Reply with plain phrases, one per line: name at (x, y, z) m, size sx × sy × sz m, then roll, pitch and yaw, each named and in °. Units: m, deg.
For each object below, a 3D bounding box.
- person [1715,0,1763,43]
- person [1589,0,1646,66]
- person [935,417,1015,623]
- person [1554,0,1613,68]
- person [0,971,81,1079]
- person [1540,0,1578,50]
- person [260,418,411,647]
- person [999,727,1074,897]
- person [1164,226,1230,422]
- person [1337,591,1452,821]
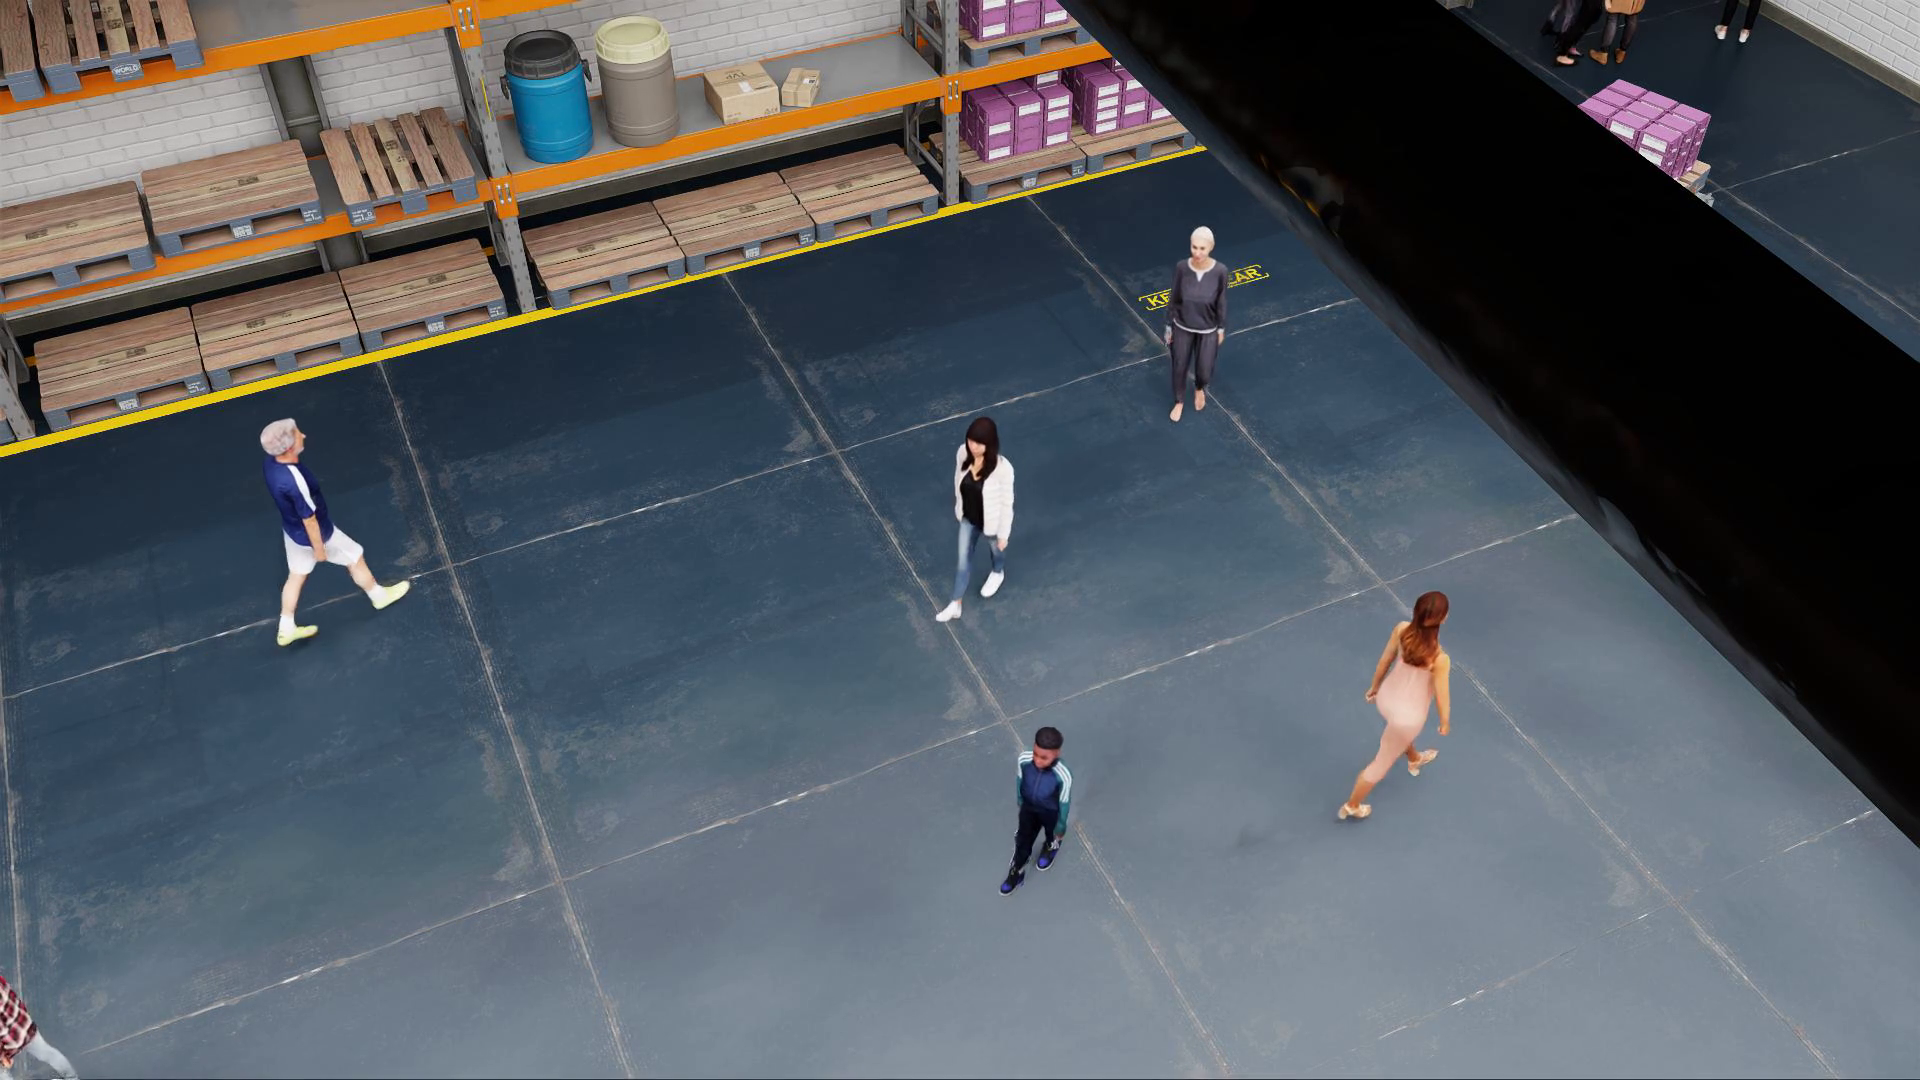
person at (8.299, -6.040, 17.306) m, size 0.671 × 1.709 × 0.736 m, roll 13°, pitch 45°, yaw 13°
person at (6.827, -5.687, 16.922) m, size 0.671 × 1.727 × 0.794 m, roll -4°, pitch 44°, yaw -4°
person at (0.203, -0.219, 11.265) m, size 0.963 × 1.612 × 1.079 m, roll 21°, pitch 47°, yaw 21°
person at (6.288, -5.524, 16.770) m, size 0.740 × 1.700 × 0.707 m, roll 1°, pitch 44°, yaw 1°
person at (-4.869, 2.543, 8.603) m, size 0.874 × 1.285 × 0.756 m, roll 5°, pitch 44°, yaw 6°
person at (6.311, -5.692, 17.269) m, size 0.589 × 1.256 × 0.583 m, roll -31°, pitch 52°, yaw -29°
person at (-4.357, -0.024, 10.927) m, size 0.948 × 1.796 × 1.262 m, roll 33°, pitch 53°, yaw 30°
person at (0.522, 1.496, 9.734) m, size 0.752 × 1.242 × 0.845 m, roll 20°, pitch 47°, yaw 20°
person at (1.817, -1.689, 12.734) m, size 0.753 × 1.715 × 0.823 m, roll 10°, pitch 45°, yaw 10°
person at (2.522, 1.043, 9.811) m, size 1.049 × 1.790 × 0.676 m, roll -20°, pitch 47°, yaw -20°
